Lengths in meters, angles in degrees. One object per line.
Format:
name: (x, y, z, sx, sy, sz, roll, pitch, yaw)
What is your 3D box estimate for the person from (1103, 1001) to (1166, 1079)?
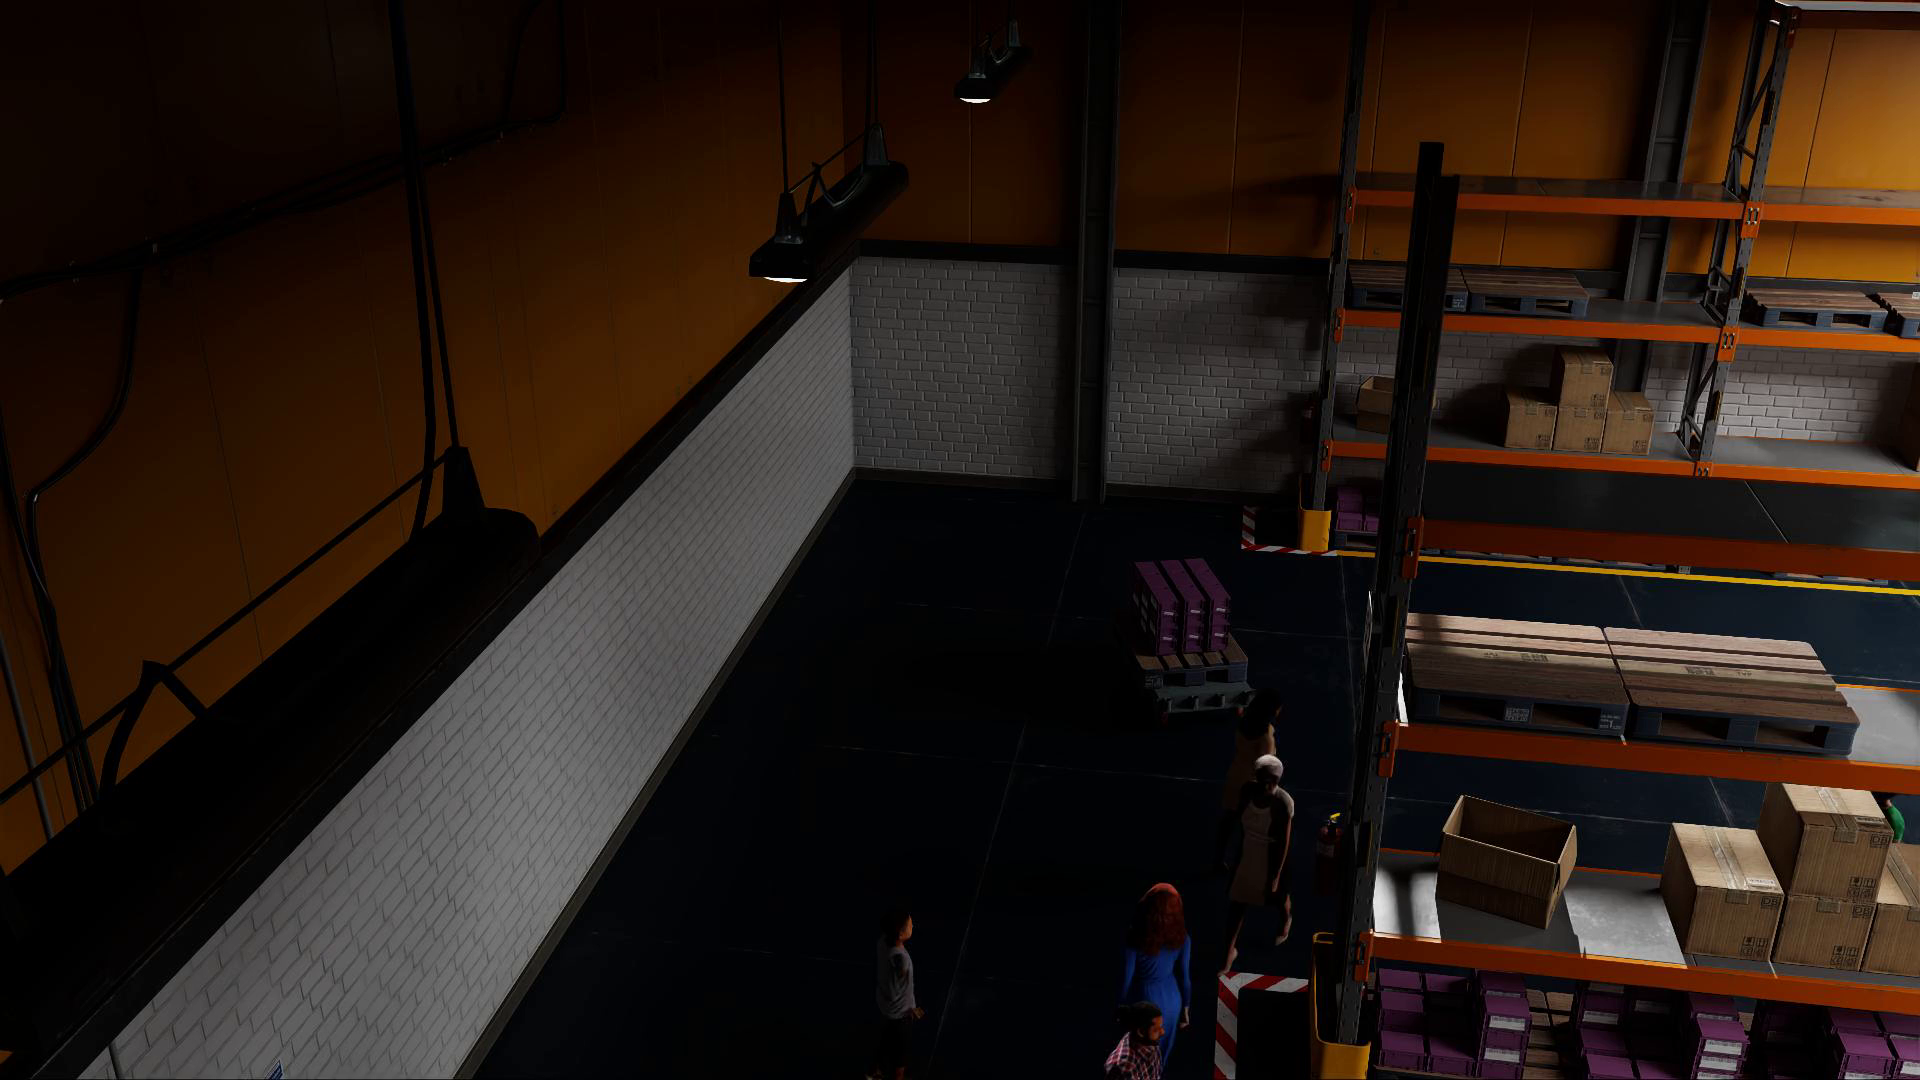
person: (0.839, 3.310, 9.452, 1.260, 1.747, 0.988, 14, 27, 29)

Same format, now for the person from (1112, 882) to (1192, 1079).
person: (1.184, 2.972, 10.155, 0.986, 1.803, 0.956, -10, 25, -21)

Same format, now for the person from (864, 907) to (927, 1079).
person: (-0.462, 2.936, 10.681, 0.794, 1.447, 0.738, -13, 27, -27)

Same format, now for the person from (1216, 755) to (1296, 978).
person: (2.223, 2.270, 11.875, 1.060, 1.712, 0.964, 18, 29, 35)

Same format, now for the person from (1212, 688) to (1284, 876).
person: (2.163, 1.911, 12.769, 0.926, 1.654, 0.914, -9, 25, -20)
